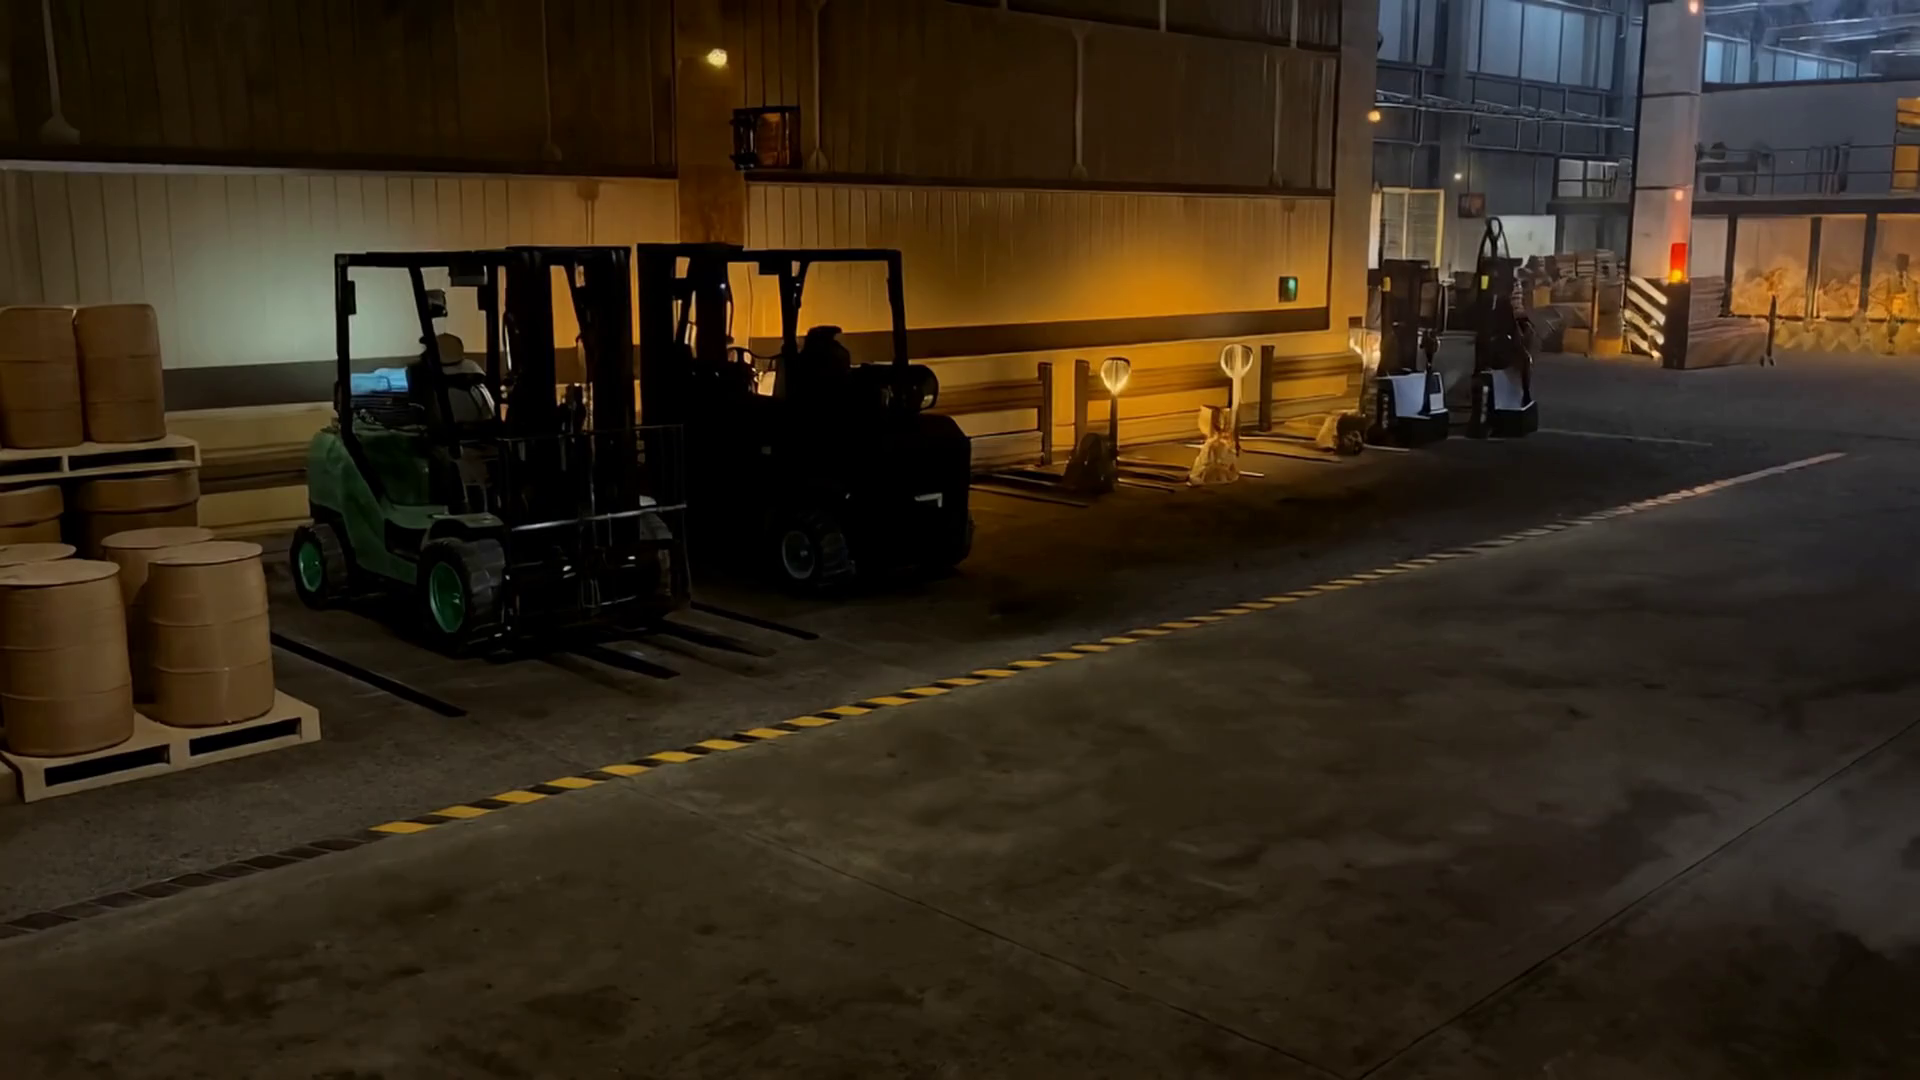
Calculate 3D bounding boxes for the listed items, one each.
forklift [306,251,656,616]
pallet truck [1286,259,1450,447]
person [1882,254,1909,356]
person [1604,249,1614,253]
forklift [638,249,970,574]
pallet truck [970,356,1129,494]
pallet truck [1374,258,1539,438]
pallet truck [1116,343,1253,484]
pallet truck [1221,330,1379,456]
[{"bbox_3d":[-2.833,-0.669,9.694,1.157,1.987,2.680,-10,14,-44],"label":"forklift"},{"bbox_3d":[4.493,-2.078,18.196,0.823,1.965,1.885,-9,14,-40],"label":"pallet truck"},{"bbox_3d":[17.458,-4.370,31.005,0.574,1.883,0.355,-10,14,-43],"label":"person"},{"bbox_3d":[16.549,-6.580,43.034,0.757,1.901,0.602,0,10,2],"label":"person"},{"bbox_3d":[-1.173,-0.958,11.239,2.680,1.987,1.157,10,14,43],"label":"forklift"},{"bbox_3d":[0.784,-1.085,14.876,0.680,1.201,1.601,-10,14,-44],"label":"pallet truck"},{"bbox_3d":[5.704,-2.208,18.901,1.885,1.965,0.823,10,14,43],"label":"pallet truck"},{"bbox_3d":[1.962,-1.215,15.415,1.522,1.261,0.704,10,14,43],"label":"pallet truck"},{"bbox_3d":[3.563,-1.581,17.381,0.653,1.274,1.630,-10,14,-44],"label":"pallet truck"}]
